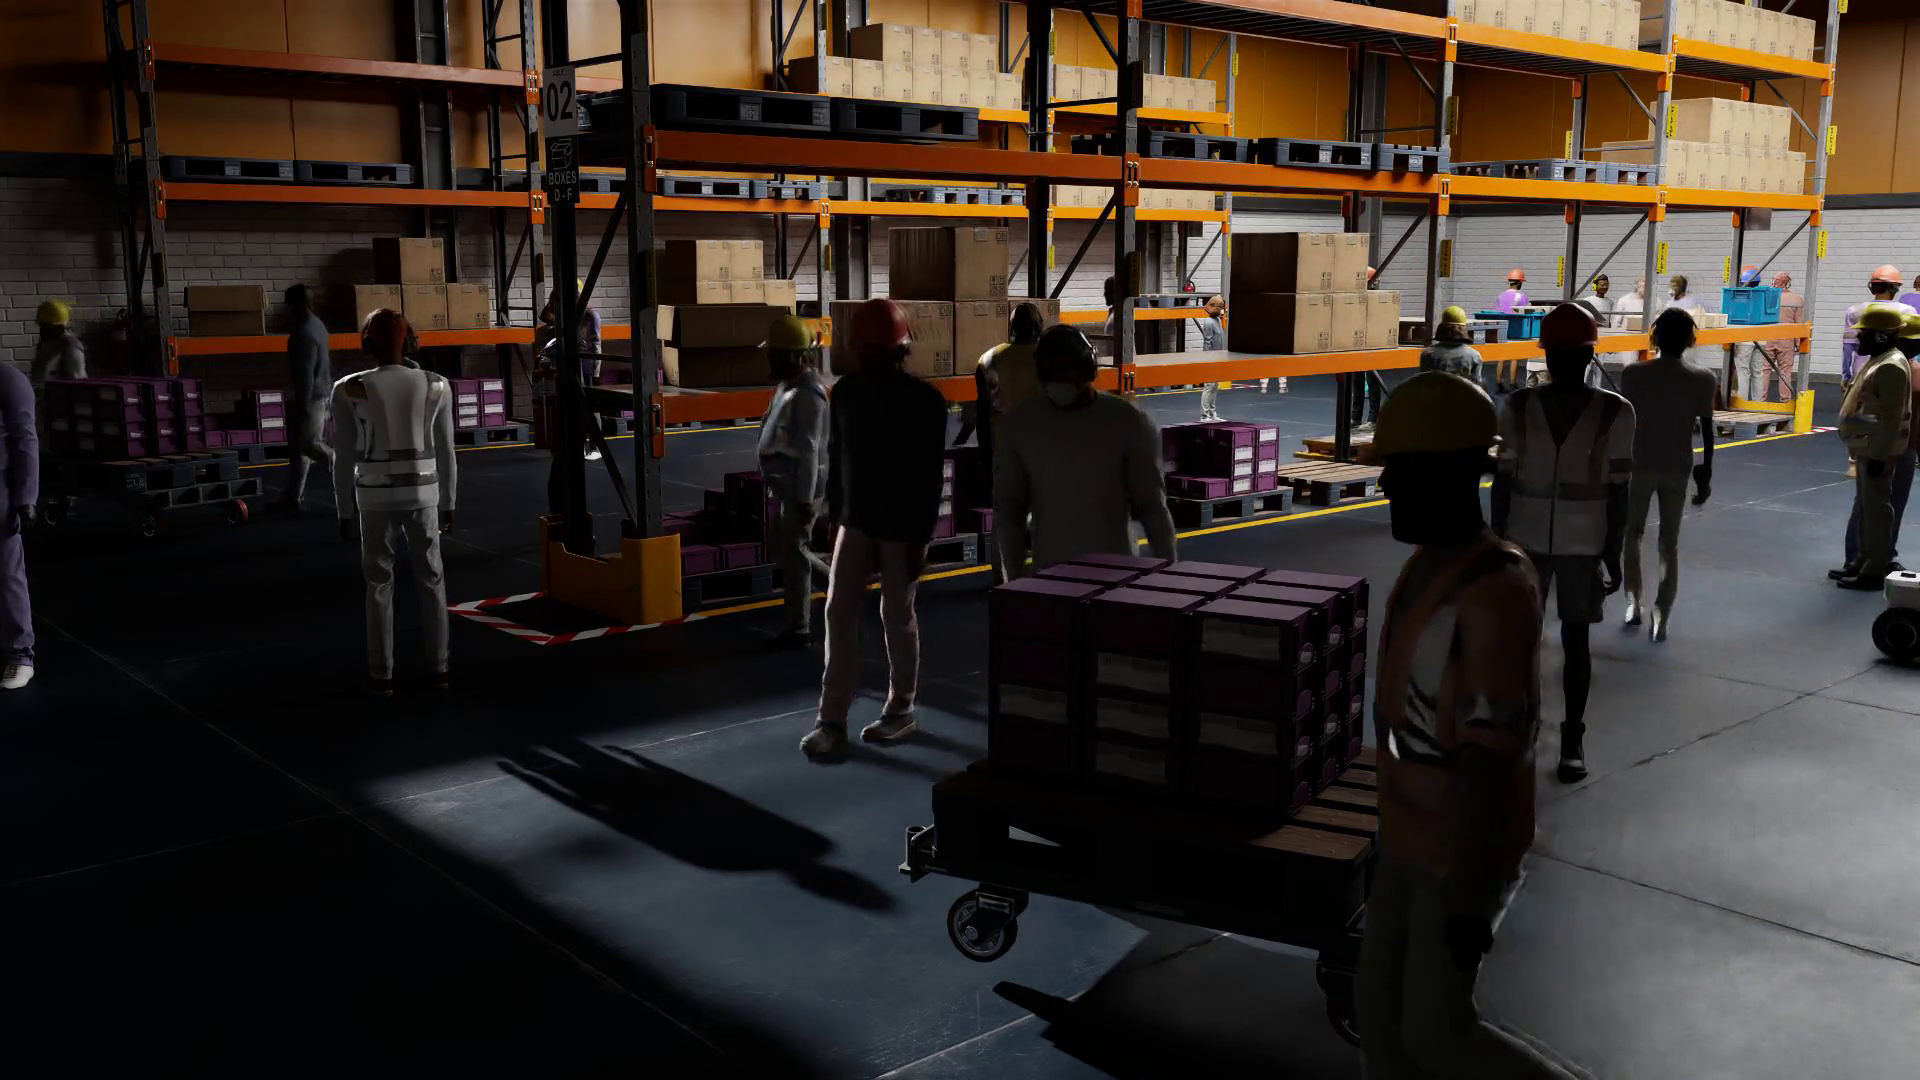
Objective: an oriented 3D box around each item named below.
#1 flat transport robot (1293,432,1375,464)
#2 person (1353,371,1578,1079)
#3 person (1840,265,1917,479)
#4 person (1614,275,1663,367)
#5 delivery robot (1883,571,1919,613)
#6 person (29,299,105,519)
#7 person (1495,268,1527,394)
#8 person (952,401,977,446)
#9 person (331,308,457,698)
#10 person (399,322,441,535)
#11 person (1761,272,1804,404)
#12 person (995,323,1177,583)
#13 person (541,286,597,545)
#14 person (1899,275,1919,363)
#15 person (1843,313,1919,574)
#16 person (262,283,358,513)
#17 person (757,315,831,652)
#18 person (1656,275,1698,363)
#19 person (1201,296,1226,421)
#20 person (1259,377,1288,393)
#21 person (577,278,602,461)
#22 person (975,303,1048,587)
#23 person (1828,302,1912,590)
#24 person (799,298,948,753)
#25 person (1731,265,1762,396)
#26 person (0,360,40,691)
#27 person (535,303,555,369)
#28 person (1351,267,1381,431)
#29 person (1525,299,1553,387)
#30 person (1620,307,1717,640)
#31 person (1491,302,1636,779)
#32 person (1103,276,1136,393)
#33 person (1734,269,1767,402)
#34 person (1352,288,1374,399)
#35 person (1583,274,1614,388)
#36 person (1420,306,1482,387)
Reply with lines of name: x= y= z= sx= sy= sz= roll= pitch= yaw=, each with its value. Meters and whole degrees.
flat transport robot: x=4.193 y=-0.971 z=17.399 sx=1.431 sy=0.197 sz=0.652 roll=-8 pitch=13 yaw=-41
person: x=1.081 y=0.599 z=3.461 sx=0.686 sy=1.897 sz=0.600 roll=0 pitch=10 yaw=2
person: x=8.705 y=-1.582 z=15.801 sx=0.610 sy=2.040 sz=0.394 roll=7 pitch=12 yaw=34
person: x=9.708 y=-2.868 z=23.839 sx=0.656 sy=1.870 sz=0.894 roll=2 pitch=10 yaw=11
delivery robot: x=5.274 y=0.318 z=8.745 sx=0.707 sy=0.478 sz=0.477 roll=8 pitch=12 yaw=38
person: x=-7.268 y=-1.072 z=13.559 sx=0.630 sy=1.786 sz=0.616 roll=9 pitch=14 yaw=44
person: x=8.461 y=-3.179 z=25.462 sx=0.378 sy=1.932 sz=0.551 roll=-6 pitch=12 yaw=-33
person: x=0.206 y=-1.316 z=15.410 sx=0.863 sy=1.644 sz=0.617 roll=-6 pitch=12 yaw=-33
person: x=-2.723 y=-0.176 z=8.053 sx=0.578 sy=1.879 sz=0.348 roll=-6 pitch=11 yaw=-29
person: x=-4.195 y=-0.837 z=12.630 sx=0.508 sy=1.632 sz=0.271 roll=9 pitch=13 yaw=43
person: x=11.214 y=-2.713 z=22.812 sx=0.639 sy=1.910 sz=0.407 roll=7 pitch=12 yaw=35
person: x=0.490 y=0.123 z=6.294 sx=0.697 sy=1.892 sz=0.855 roll=3 pitch=10 yaw=17
person: x=-2.897 y=-0.924 z=12.262 sx=0.376 sy=1.934 sz=0.547 roll=-3 pitch=10 yaw=-18
person: x=14.771 y=-3.168 z=25.680 sx=0.389 sy=1.837 sz=0.563 roll=-9 pitch=13 yaw=-44
person: x=6.125 y=-0.602 z=10.906 sx=0.520 sy=1.759 sz=0.348 roll=-2 pitch=10 yaw=-14
person: x=-5.352 y=-1.165 z=13.743 sx=0.860 sy=1.914 sz=0.644 roll=-3 pitch=10 yaw=-15
person: x=-0.827 y=-0.304 z=8.995 sx=0.535 sy=1.818 sz=0.599 roll=-3 pitch=10 yaw=-19
person: x=9.354 y=-2.496 z=21.626 sx=1.046 sy=1.896 sz=0.634 roll=-3 pitch=10 yaw=-15
person: x=3.214 y=-2.273 z=21.071 sx=0.294 sy=1.623 sz=0.508 roll=5 pitch=11 yaw=25
person: x=4.897 y=-3.285 z=25.911 sx=0.622 sy=1.990 sz=0.389 roll=2 pitch=10 yaw=13
person: x=-3.990 y=-1.783 z=17.347 sx=0.588 sy=1.919 sz=0.402 roll=5 pitch=11 yaw=29
person: x=0.410 y=-0.572 z=10.502 sx=0.625 sy=1.836 sz=0.428 roll=3 pitch=10 yaw=17
person: x=5.832 y=-0.596 z=10.637 sx=0.404 sy=1.834 sz=0.591 roll=4 pitch=10 yaw=21
person: x=-0.384 y=-0.041 z=7.058 sx=0.680 sy=1.944 sz=0.779 roll=6 pitch=11 yaw=31
person: x=10.984 y=-2.874 z=23.506 sx=0.608 sy=2.010 sz=0.715 roll=0 pitch=10 yaw=-3
person: x=-4.847 y=-0.202 z=8.116 sx=0.654 sy=1.906 sz=0.408 roll=0 pitch=10 yaw=-1
person: x=-4.461 y=-1.781 z=18.194 sx=0.501 sy=1.626 sz=0.283 roll=9 pitch=13 yaw=42
person: x=4.956 y=-2.336 z=20.351 sx=0.382 sy=1.995 sz=0.612 roll=-5 pitch=11 yaw=-29
person: x=6.652 y=-1.924 z=19.001 sx=0.311 sy=1.634 sz=0.514 roll=-4 pitch=10 yaw=-22
person: x=3.903 y=-0.374 z=9.307 sx=0.584 sy=1.842 sz=0.531 roll=3 pitch=10 yaw=18
person: x=2.432 y=0.009 z=6.785 sx=0.542 sy=1.939 sz=0.361 roll=5 pitch=11 yaw=27
person: x=1.720 y=-1.902 z=18.061 sx=0.396 sy=1.911 sz=0.612 roll=0 pitch=10 yaw=-1
person: x=10.615 y=-2.660 z=22.392 sx=0.615 sy=1.943 sz=0.409 roll=-4 pitch=11 yaw=-24
person: x=6.011 y=-2.990 z=24.842 sx=0.305 sy=1.771 sz=0.525 roll=0 pitch=10 yaw=-1
person: x=8.957 y=-2.789 z=23.364 sx=0.520 sy=1.873 sz=0.328 roll=-3 pitch=10 yaw=-16
person: x=3.794 y=-0.948 z=12.978 sx=0.500 sy=1.735 sz=0.324 roll=0 pitch=10 yaw=0
